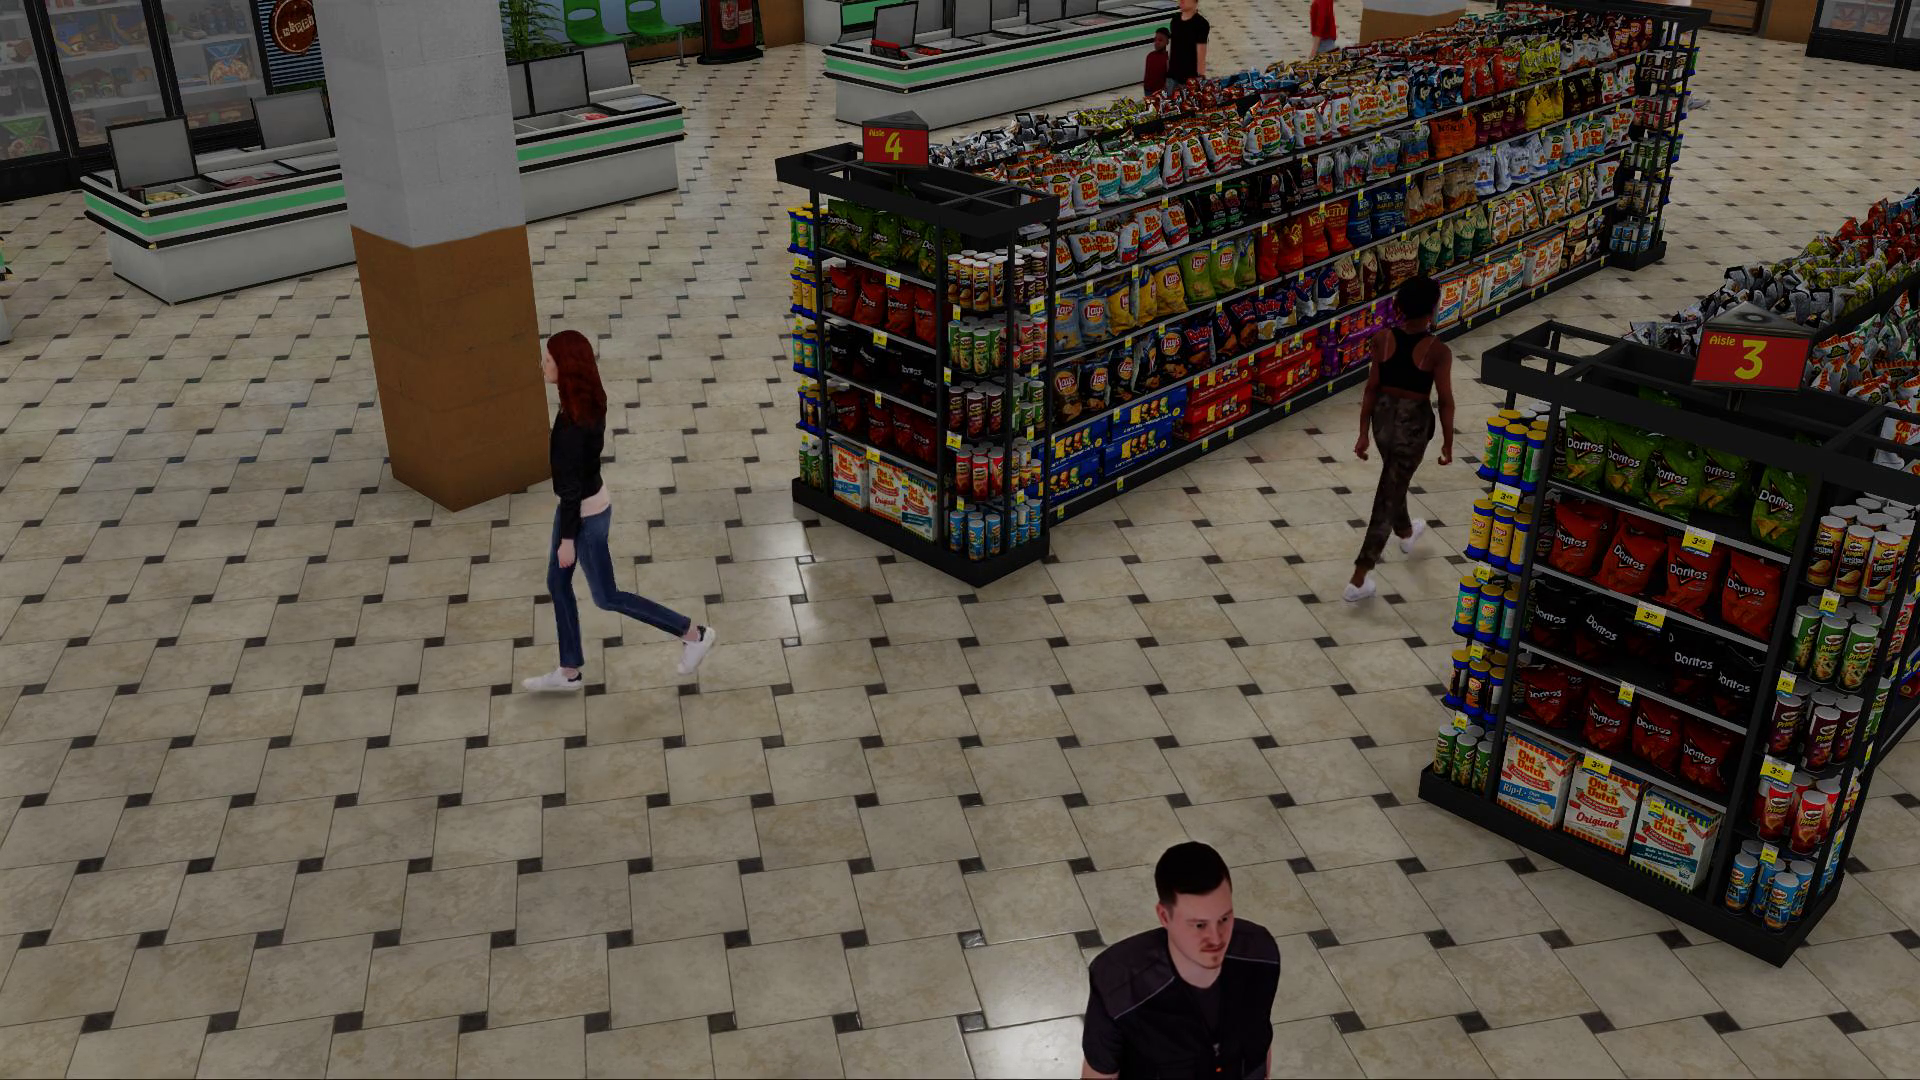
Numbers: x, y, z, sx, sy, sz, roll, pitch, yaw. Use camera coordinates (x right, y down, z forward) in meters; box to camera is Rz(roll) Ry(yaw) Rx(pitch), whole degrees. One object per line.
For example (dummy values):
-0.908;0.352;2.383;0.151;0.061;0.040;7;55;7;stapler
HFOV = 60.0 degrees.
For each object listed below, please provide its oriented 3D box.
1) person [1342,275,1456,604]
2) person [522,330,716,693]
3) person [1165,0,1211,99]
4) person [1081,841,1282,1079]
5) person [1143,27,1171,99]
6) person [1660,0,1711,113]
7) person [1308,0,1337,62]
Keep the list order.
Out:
2.170;-0.463;8.341;0.698;1.643;1.213;19;33;33;person
-1.580;-0.064;7.428;1.193;1.757;0.993;-5;27;-10;person
2.204;-4.348;15.799;1.067;1.828;0.746;-19;33;-33;person
0.537;1.528;4.193;0.667;1.845;0.854;-12;29;-23;person
2.011;-4.542;16.814;0.517;1.255;0.515;19;32;32;person
7.781;-5.661;18.393;0.856;1.822;1.088;19;32;32;person
3.919;-5.269;17.786;0.911;1.673;0.773;14;30;25;person
